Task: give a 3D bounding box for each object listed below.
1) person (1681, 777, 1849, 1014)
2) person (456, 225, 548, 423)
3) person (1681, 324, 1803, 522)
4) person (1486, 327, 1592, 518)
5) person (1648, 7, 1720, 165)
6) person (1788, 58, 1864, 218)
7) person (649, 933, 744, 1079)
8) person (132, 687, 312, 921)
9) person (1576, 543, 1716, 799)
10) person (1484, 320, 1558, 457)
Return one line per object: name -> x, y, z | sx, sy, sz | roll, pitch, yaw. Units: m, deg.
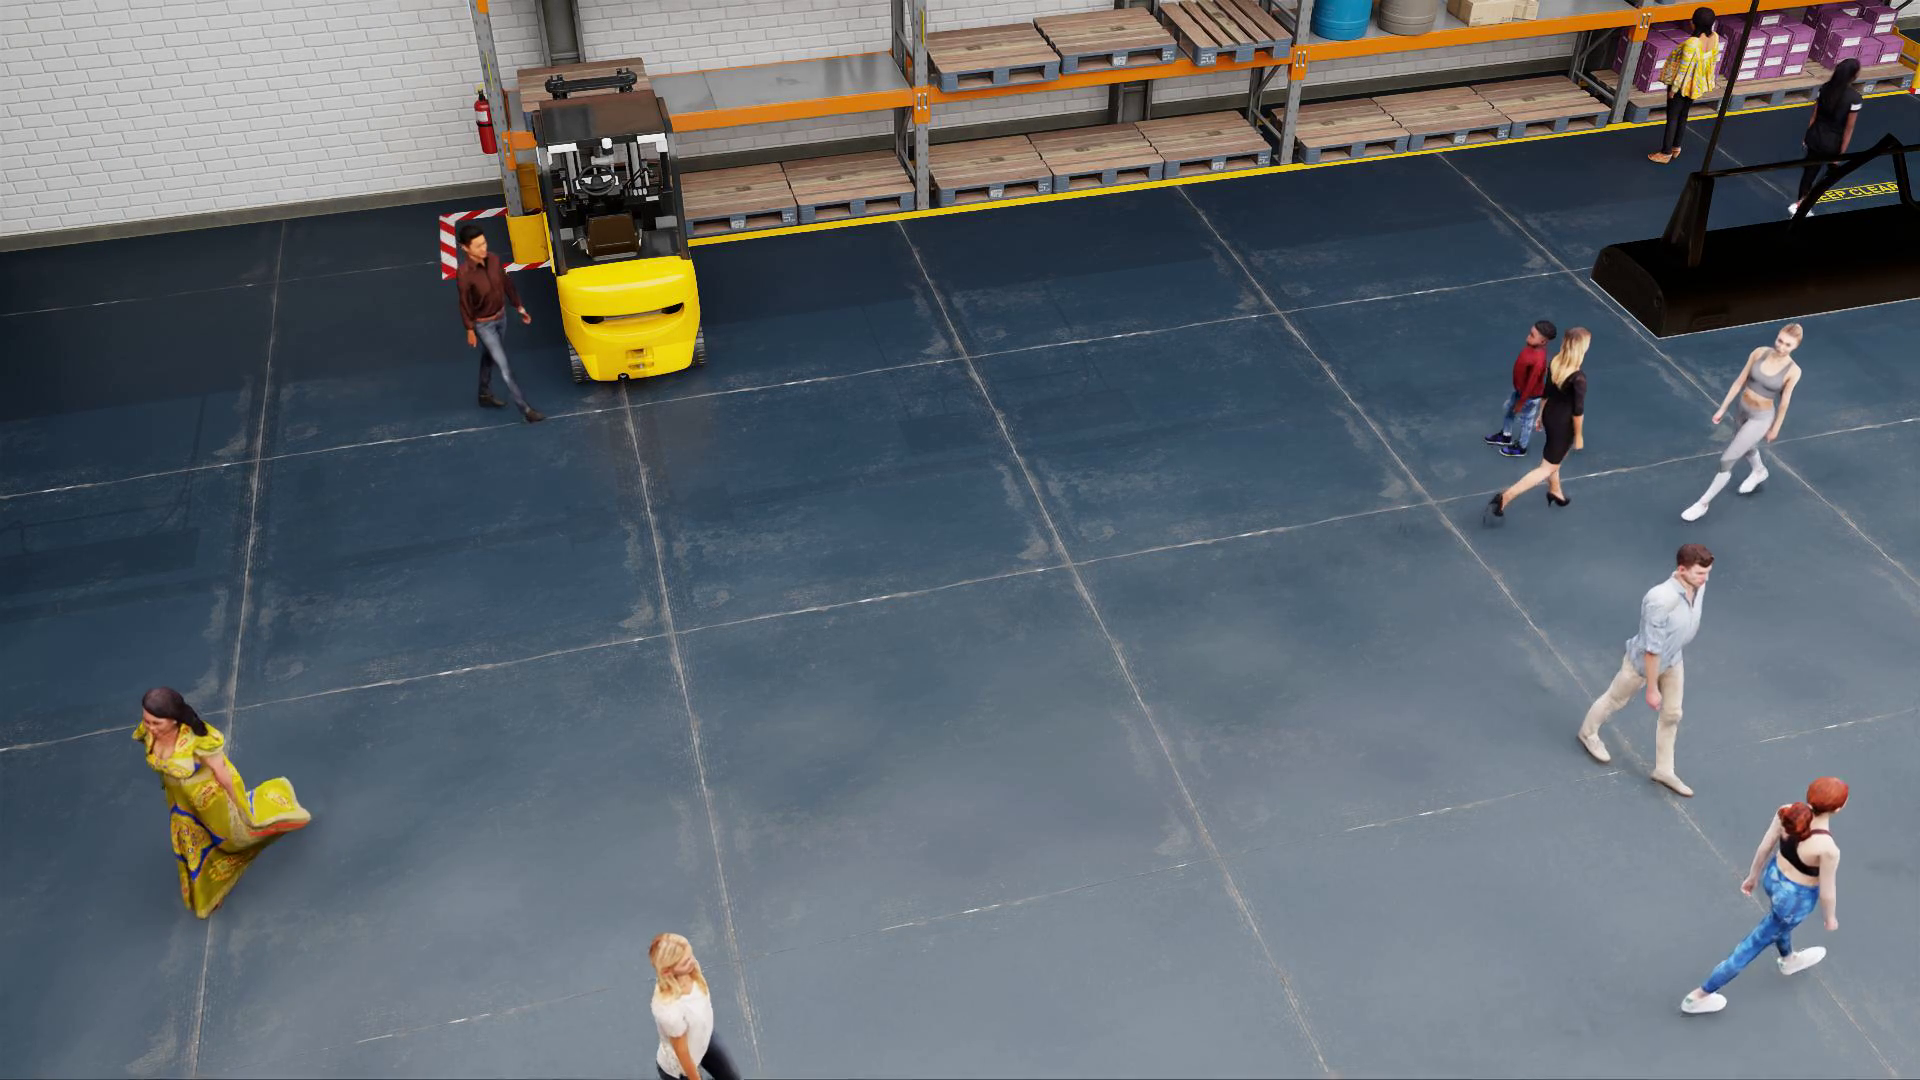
person -> 4.337, 1.970, 8.911 | 1.158, 1.735, 0.605 | -8, 39, -10
person -> -3.925, -1.795, 13.611 | 1.144, 1.743, 1.040 | 15, 41, 18
person -> 6.058, -0.936, 12.600 | 1.217, 1.661, 0.761 | -18, 42, -21
person -> 4.422, -0.822, 12.466 | 1.027, 1.650, 0.641 | -6, 39, -7
person -> 7.585, -4.754, 17.386 | 0.840, 1.655, 0.913 | -29, 47, -31
person -> 8.376, -3.835, 16.185 | 0.825, 1.717, 0.743 | -22, 43, -25
person -> -1.435, 2.522, 8.170 | 1.005, 1.786, 0.815 | 4, 39, 5
person -> -4.373, 1.406, 9.699 | 1.263, 1.633, 1.172 | 8, 39, 10
person -> 4.258, 0.708, 10.418 | 1.055, 1.816, 0.898 | -18, 42, -22
person -> 4.589, -1.204, 13.268 | 0.663, 1.247, 0.616 | 6, 39, 8
